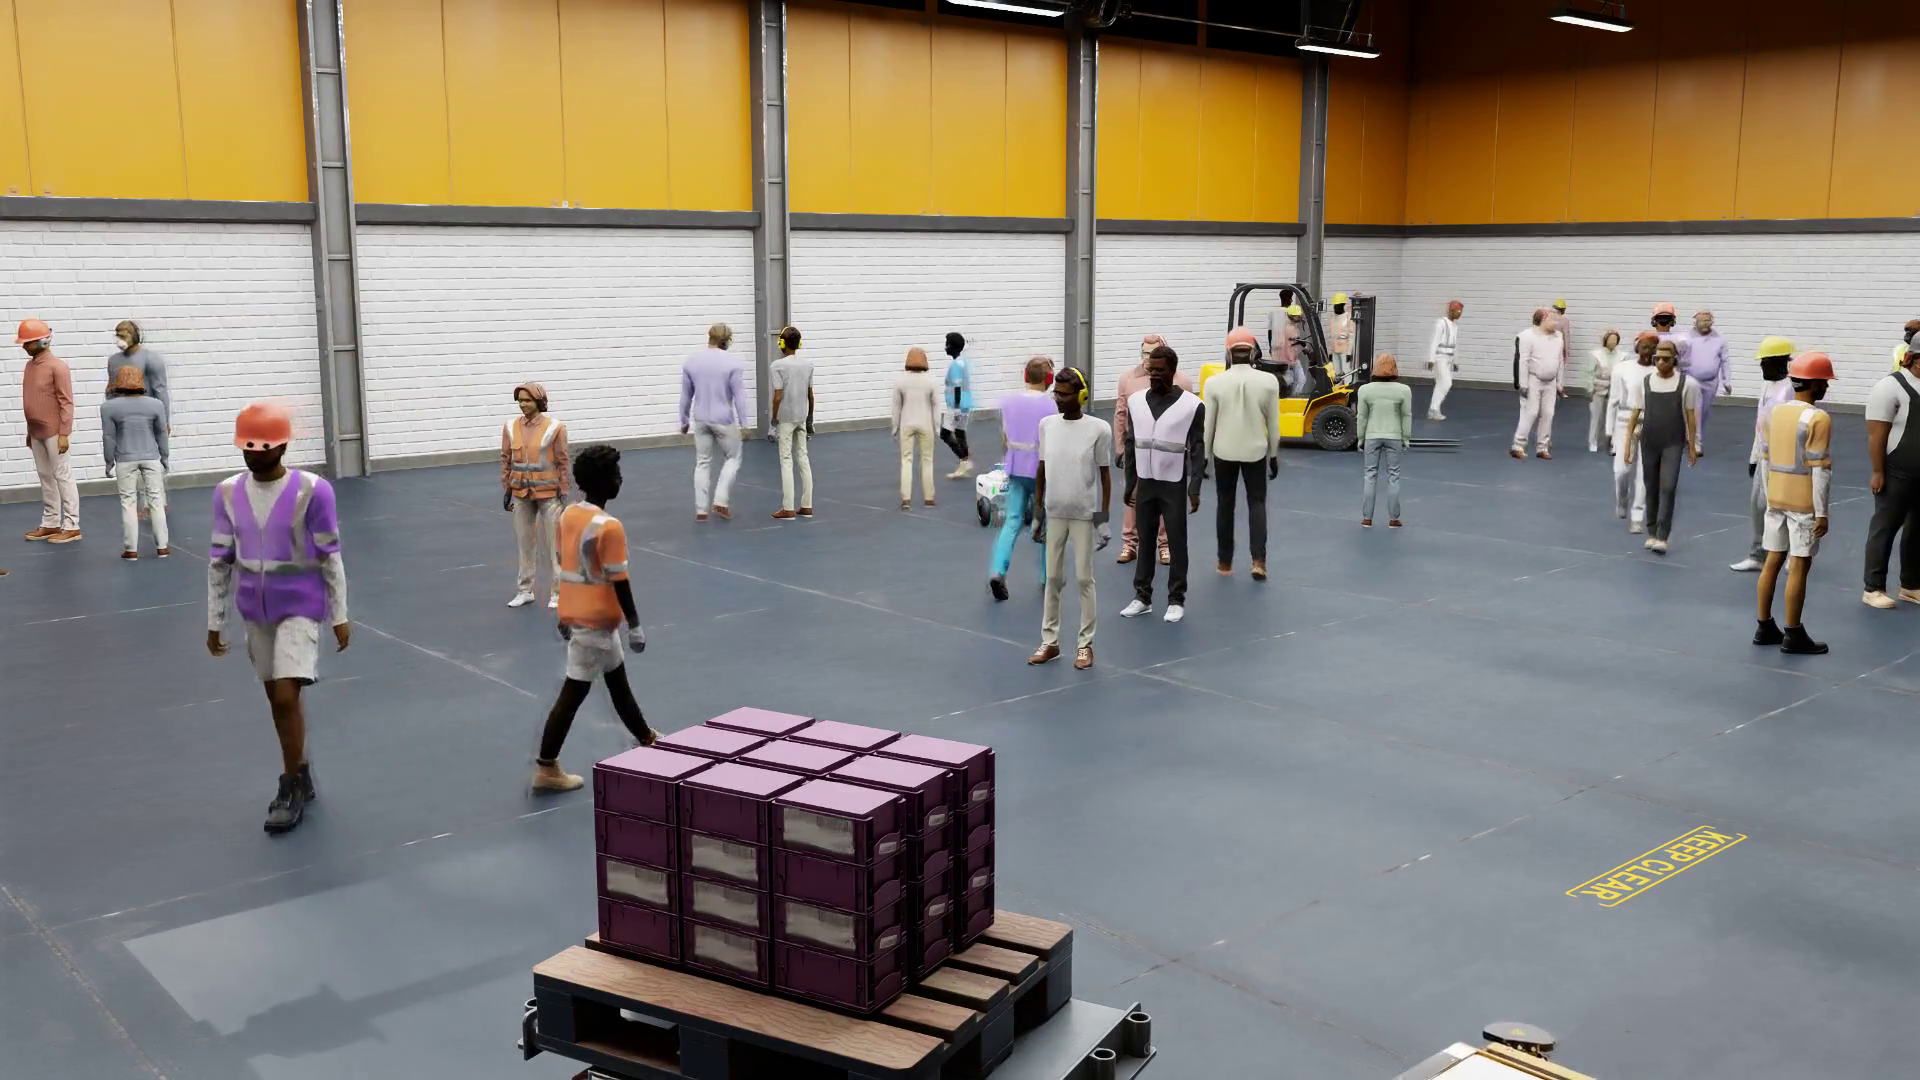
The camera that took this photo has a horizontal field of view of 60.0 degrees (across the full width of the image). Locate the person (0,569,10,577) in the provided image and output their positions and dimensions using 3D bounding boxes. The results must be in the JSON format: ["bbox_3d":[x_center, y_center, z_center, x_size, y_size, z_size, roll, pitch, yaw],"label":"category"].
[{"bbox_3d":[-7.760,-0.580,12.907,0.684,1.839,0.565,-1,10,-4],"label":"person"}]

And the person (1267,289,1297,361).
[{"bbox_3d":[5.646,-3.398,29.051,0.362,1.963,0.614,-8,12,-38],"label":"person"}]

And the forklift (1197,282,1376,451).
[{"bbox_3d":[4.328,-2.346,22.227,2.313,2.155,1.214,3,10,16],"label":"forklift"}]

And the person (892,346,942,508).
[{"bbox_3d":[-0.433,-1.132,16.765,0.505,1.635,0.280,1,10,6],"label":"person"}]

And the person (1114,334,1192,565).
[{"bbox_3d":[1.571,-0.739,13.681,0.636,1.903,0.405,3,10,14],"label":"person"}]

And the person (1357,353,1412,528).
[{"bbox_3d":[3.951,-0.922,15.521,0.499,1.636,0.286,3,10,16],"label":"person"}]

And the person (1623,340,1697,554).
[{"bbox_3d":[5.943,-0.780,14.165,0.554,1.809,0.850,6,12,33],"label":"person"}]

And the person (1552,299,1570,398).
[{"bbox_3d":[10.707,-3.430,29.820,0.316,1.769,0.523,-6,12,-33],"label":"person"}]

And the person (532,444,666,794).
[{"bbox_3d":[-1.680,0.365,7.930,0.889,1.639,0.543,-6,12,-33],"label":"person"}]

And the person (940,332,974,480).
[{"bbox_3d":[-0.041,-1.506,18.777,0.361,1.682,0.541,2,10,9],"label":"person"}]

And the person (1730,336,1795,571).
[{"bbox_3d":[6.516,-0.674,13.276,0.531,1.901,0.613,0,10,2],"label":"person"}]

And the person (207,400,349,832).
[{"bbox_3d":[-3.066,0.336,7.358,0.583,1.903,0.735,1,10,6],"label":"person"}]

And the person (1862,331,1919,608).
[{"bbox_3d":[6.892,-0.517,11.964,0.688,2.000,0.536,-2,10,-13],"label":"person"}]

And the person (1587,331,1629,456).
[{"bbox_3d":[8.275,-1.880,21.294,0.518,1.588,0.890,2,10,10],"label":"person"}]

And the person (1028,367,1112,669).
[{"bbox_3d":[0.679,-0.132,10.244,0.519,1.861,0.331,5,11,25],"label":"person"}]

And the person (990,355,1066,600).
[{"bbox_3d":[0.504,-0.465,12.347,0.575,1.814,0.901,6,11,31],"label":"person"}]

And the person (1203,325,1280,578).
[{"bbox_3d":[2.204,-0.689,13.119,0.622,1.996,0.403,1,10,6],"label":"person"}]

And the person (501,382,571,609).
[{"bbox_3d":[-3.048,-0.317,11.970,0.521,1.638,0.311,2,10,12],"label":"person"}]

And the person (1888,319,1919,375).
[{"bbox_3d":[10.557,-1.525,18.458,0.429,1.839,0.627,-5,11,-25],"label":"person"}]

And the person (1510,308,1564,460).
[{"bbox_3d":[7.270,-1.933,20.787,0.673,1.897,0.427,-3,10,-20],"label":"person"}]

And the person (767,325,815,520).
[{"bbox_3d":[-1.634,-1.129,16.053,0.538,1.869,0.313,-9,13,-42],"label":"person"}]

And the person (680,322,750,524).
[{"bbox_3d":[-2.328,-1.106,15.775,0.724,1.917,0.416,4,10,21],"label":"person"}]

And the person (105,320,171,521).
[{"bbox_3d":[-7.918,-1.135,15.932,0.631,1.915,0.720,5,11,26],"label":"person"}]

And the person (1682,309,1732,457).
[{"bbox_3d":[9.505,-2.029,21.351,0.648,1.865,0.975,1,10,5],"label":"person"}]

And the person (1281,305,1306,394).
[{"bbox_3d":[5.344,-2.860,26.513,0.599,1.748,0.553,4,11,24],"label":"person"}]

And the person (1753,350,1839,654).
[{"bbox_3d":[5.370,-0.241,10.652,0.361,1.938,0.545,-2,10,-13],"label":"person"}]

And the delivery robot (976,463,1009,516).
[{"bbox_3d":[0.385,-0.487,15.863,0.477,0.478,0.707,-2,10,-12],"label":"delivery robot"}]

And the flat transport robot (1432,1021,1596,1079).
[{"bbox_3d":[1.359,1.662,4.385,1.431,0.197,0.652,-9,13,-42],"label":"flat transport robot"}]

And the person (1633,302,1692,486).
[{"bbox_3d":[7.654,-1.579,18.206,0.605,2.034,0.391,2,10,12],"label":"person"}]

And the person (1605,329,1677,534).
[{"bbox_3d":[6.274,-1.012,15.351,0.579,1.866,0.595,4,10,20],"label":"person"}]

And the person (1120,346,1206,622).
[{"bbox_3d":[1.420,-0.394,11.604,0.590,1.920,0.399,6,12,33],"label":"person"}]

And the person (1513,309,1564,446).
[{"bbox_3d":[7.728,-2.167,22.240,0.633,1.837,0.429,3,10,19],"label":"person"}]

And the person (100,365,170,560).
[{"bbox_3d":[-6.881,-0.645,13.908,0.506,1.633,0.279,-7,12,-35],"label":"person"}]

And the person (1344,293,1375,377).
[{"bbox_3d":[7.341,-3.644,30.828,0.658,1.856,0.972,3,10,18],"label":"person"}]

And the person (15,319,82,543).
[{"bbox_3d":[-8.098,-0.964,14.743,0.611,1.985,0.393,6,11,31],"label":"person"}]

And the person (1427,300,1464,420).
[{"bbox_3d":[7.471,-2.760,25.641,0.489,1.851,0.663,8,13,40],"label":"person"}]

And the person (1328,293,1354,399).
[{"bbox_3d":[6.429,-3.218,28.160,0.416,1.918,0.581,-5,11,-29],"label":"person"}]
